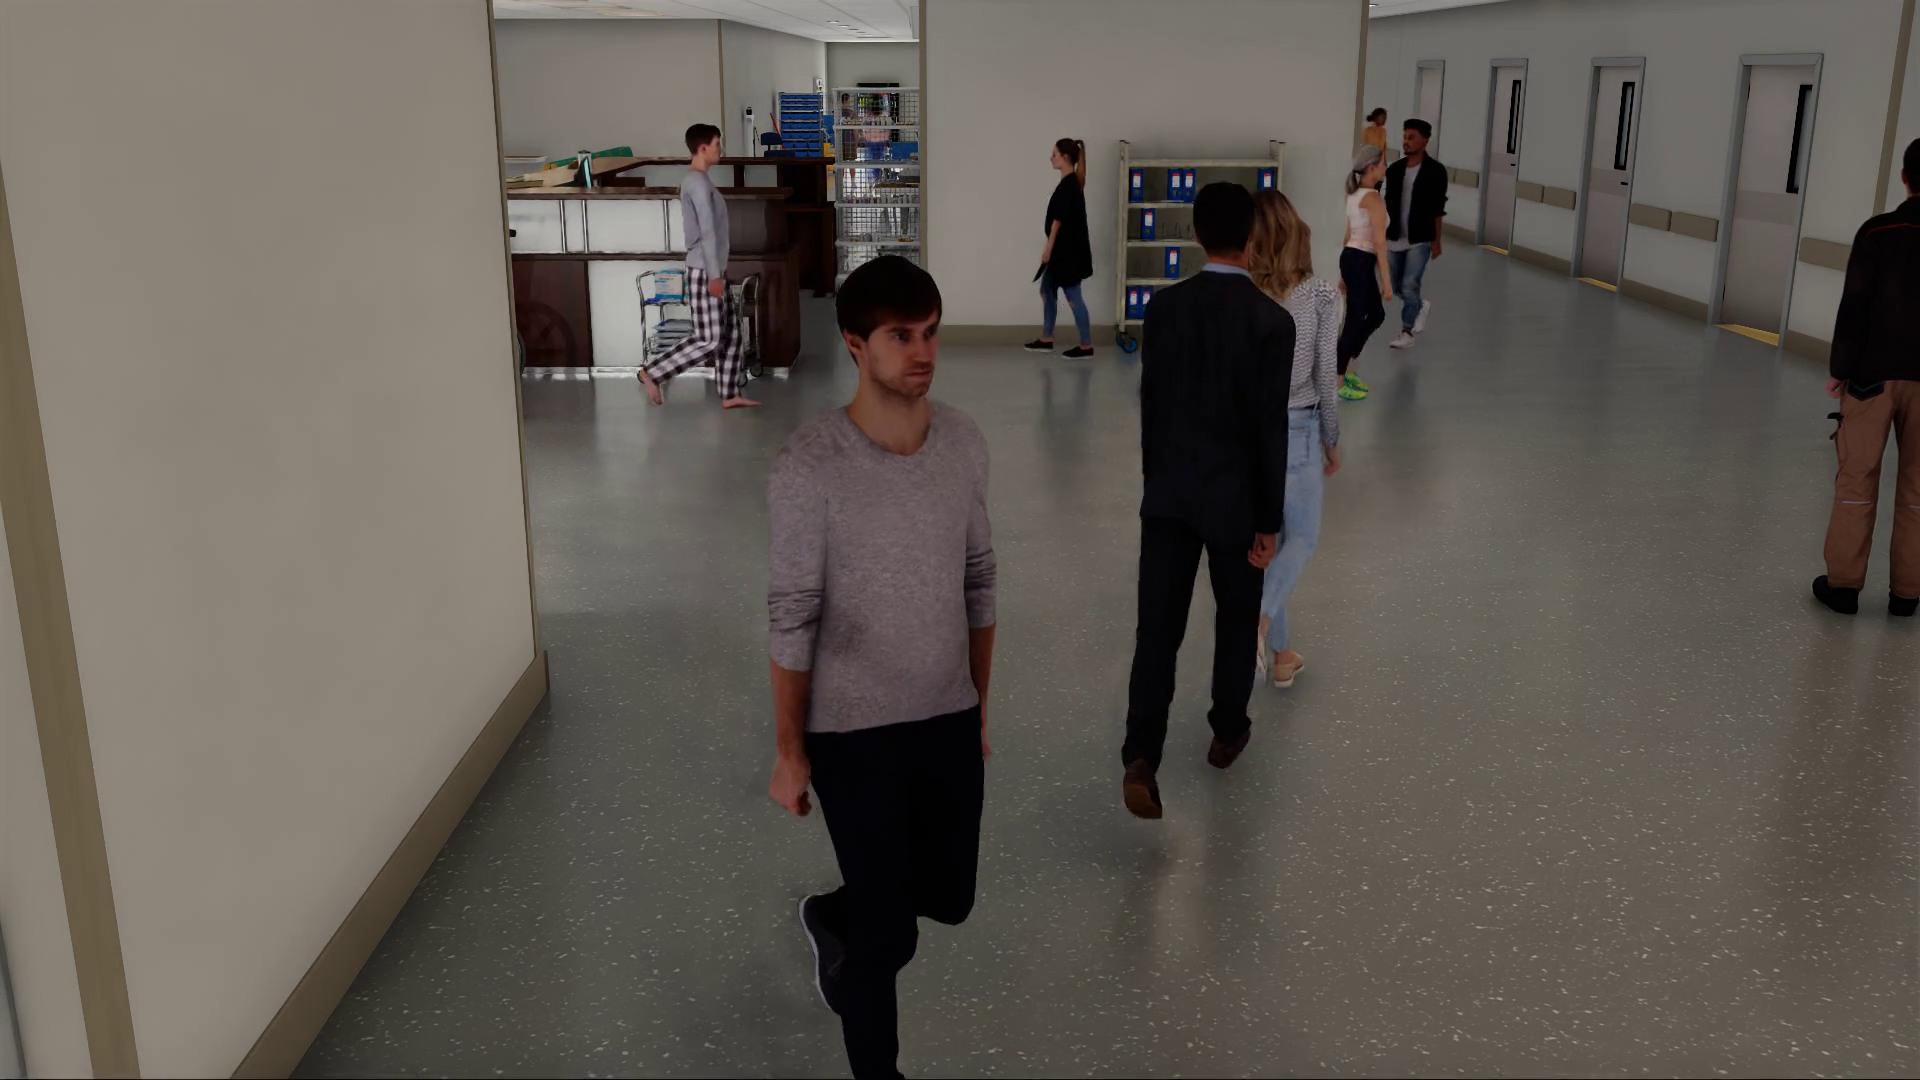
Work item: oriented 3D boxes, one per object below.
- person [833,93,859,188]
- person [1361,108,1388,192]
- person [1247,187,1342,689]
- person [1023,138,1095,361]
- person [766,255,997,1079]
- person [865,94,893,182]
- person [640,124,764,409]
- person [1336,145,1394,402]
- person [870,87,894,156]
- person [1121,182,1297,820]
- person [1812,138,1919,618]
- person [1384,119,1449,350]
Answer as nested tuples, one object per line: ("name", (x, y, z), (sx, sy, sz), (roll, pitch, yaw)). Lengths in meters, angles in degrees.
("person", (-2.198, -7.702, 32.144), (0.613, 1.847, 0.769), (5, 16, 17))
("person", (6.113, -5.587, 24.763), (0.978, 1.639, 0.888), (-7, 17, -22))
("person", (1.070, -0.293, 5.746), (0.930, 1.769, 0.905), (7, 17, 25))
("person", (0.914, -2.189, 12.662), (0.860, 1.665, 0.716), (3, 16, 11))
("person", (-0.192, 0.349, 3.371), (1.049, 1.822, 1.062), (-11, 19, -35))
("person", (-1.498, -7.342, 30.838), (1.163, 1.721, 0.779), (1, 16, 4))
("person", (-1.697, -1.712, 10.672), (1.041, 1.826, 0.713), (-2, 16, -9))
("person", (2.573, -1.753, 11.072), (0.632, 1.688, 0.623), (-2, 16, -6))
("person", (-1.726, -8.812, 35.921), (1.127, 1.792, 0.919), (3, 16, 11))
("person", (0.683, -0.077, 4.857), (1.213, 1.834, 0.960), (5, 17, 18))
("person", (3.789, -0.648, 6.721), (0.622, 1.923, 0.819), (4, 16, 14))
("person", (3.672, -2.453, 13.364), (1.019, 1.793, 1.082), (15, 22, 42))
